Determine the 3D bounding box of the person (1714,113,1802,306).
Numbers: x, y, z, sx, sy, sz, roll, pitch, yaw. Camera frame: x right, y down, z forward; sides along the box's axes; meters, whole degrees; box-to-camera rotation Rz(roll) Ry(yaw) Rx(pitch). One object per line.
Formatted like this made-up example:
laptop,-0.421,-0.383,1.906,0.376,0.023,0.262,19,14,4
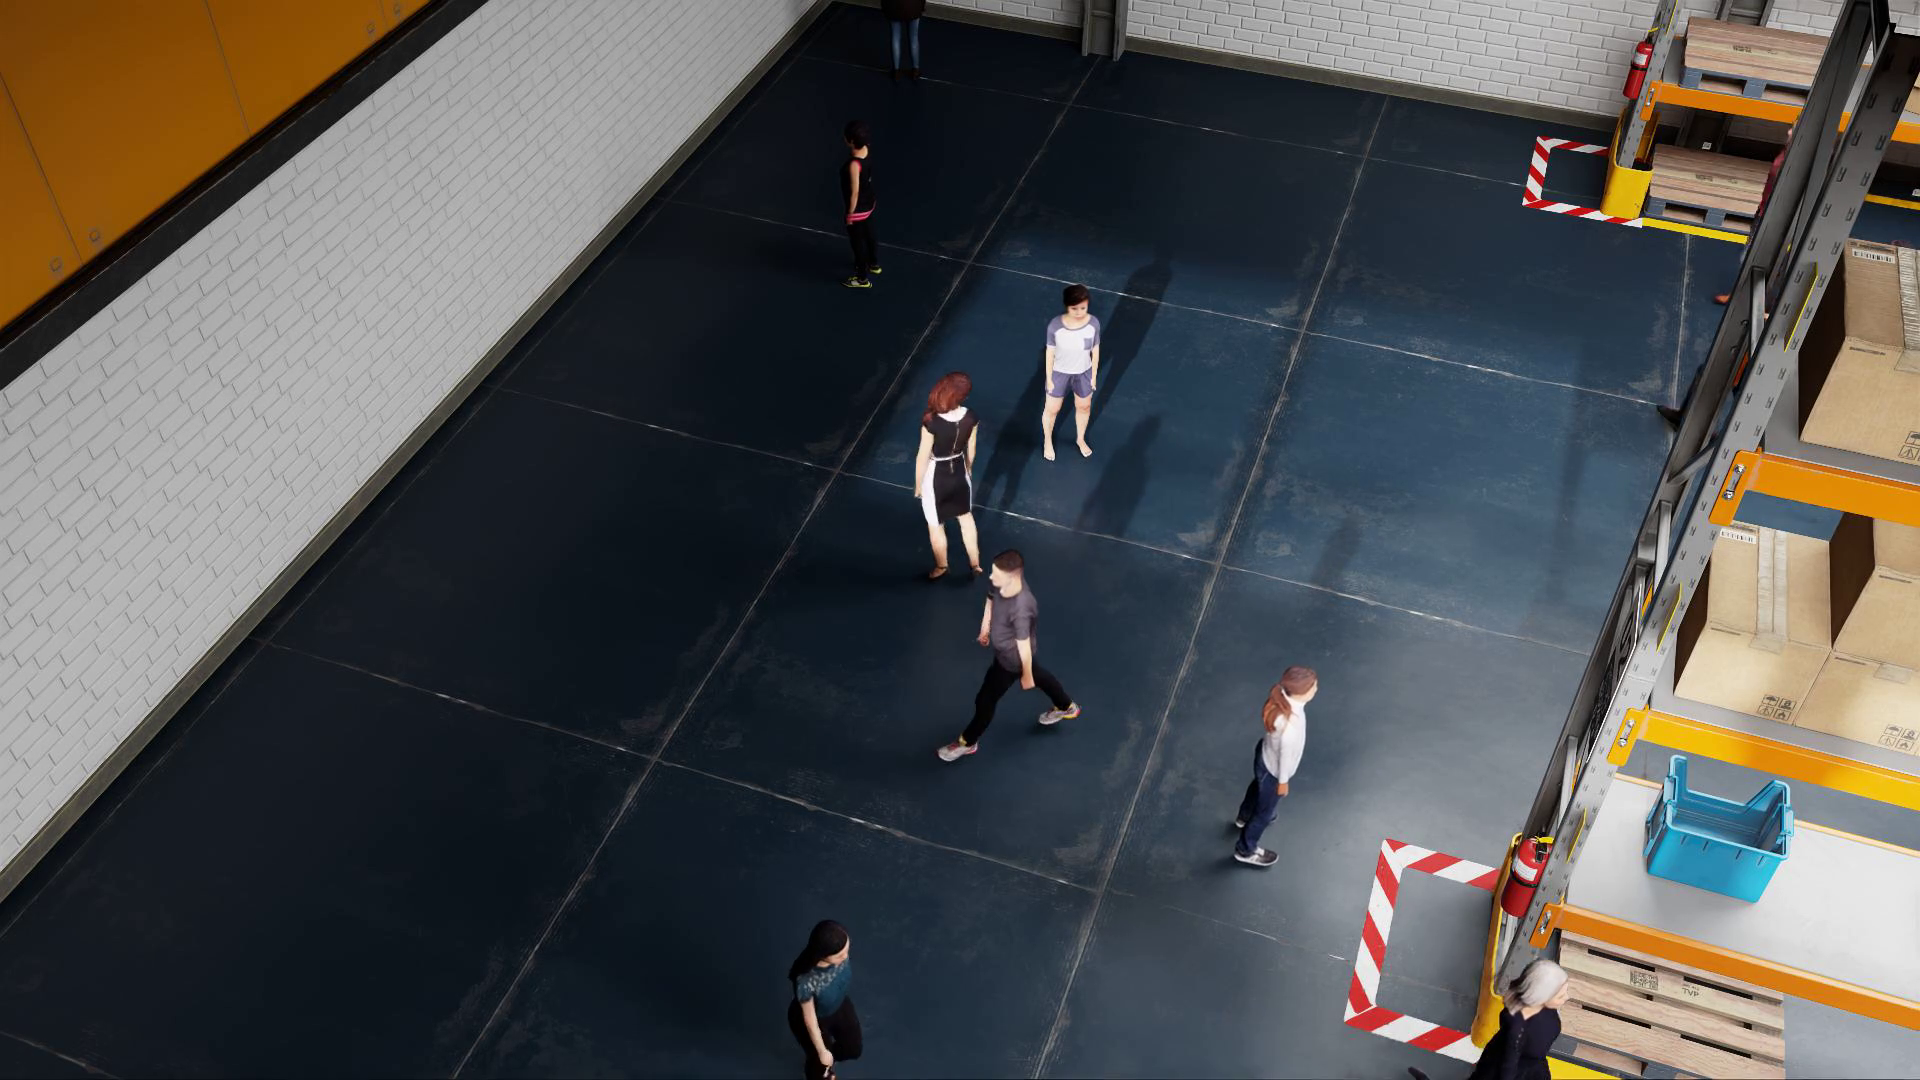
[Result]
person,6.786,-2.644,13.674,0.835,1.812,0.788,5,44,5

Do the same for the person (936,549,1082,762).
person,0.404,0.684,10.253,1.294,1.711,1.138,-11,45,-11

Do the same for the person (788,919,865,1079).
person,-0.788,2.393,8.459,0.666,1.712,0.631,25,49,24

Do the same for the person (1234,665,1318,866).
person,1.833,1.289,9.736,0.599,1.549,0.612,4,44,4

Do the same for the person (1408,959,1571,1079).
person,2.644,2.588,8.243,0.997,1.728,0.790,29,51,27

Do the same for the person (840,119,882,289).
person,-0.839,-2.862,14.090,0.512,1.554,0.543,13,45,13

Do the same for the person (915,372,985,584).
person,-0.126,-0.361,11.305,0.783,1.774,0.751,32,52,29

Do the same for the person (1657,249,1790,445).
person,5.889,-1.356,12.348,0.981,1.776,1.051,-18,47,-18

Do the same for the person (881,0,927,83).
person,-0.572,-5.399,16.694,0.675,1.634,0.782,-1,44,-1

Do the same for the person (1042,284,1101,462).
person,0.827,-1.267,12.409,0.603,1.562,0.705,-5,44,-5
